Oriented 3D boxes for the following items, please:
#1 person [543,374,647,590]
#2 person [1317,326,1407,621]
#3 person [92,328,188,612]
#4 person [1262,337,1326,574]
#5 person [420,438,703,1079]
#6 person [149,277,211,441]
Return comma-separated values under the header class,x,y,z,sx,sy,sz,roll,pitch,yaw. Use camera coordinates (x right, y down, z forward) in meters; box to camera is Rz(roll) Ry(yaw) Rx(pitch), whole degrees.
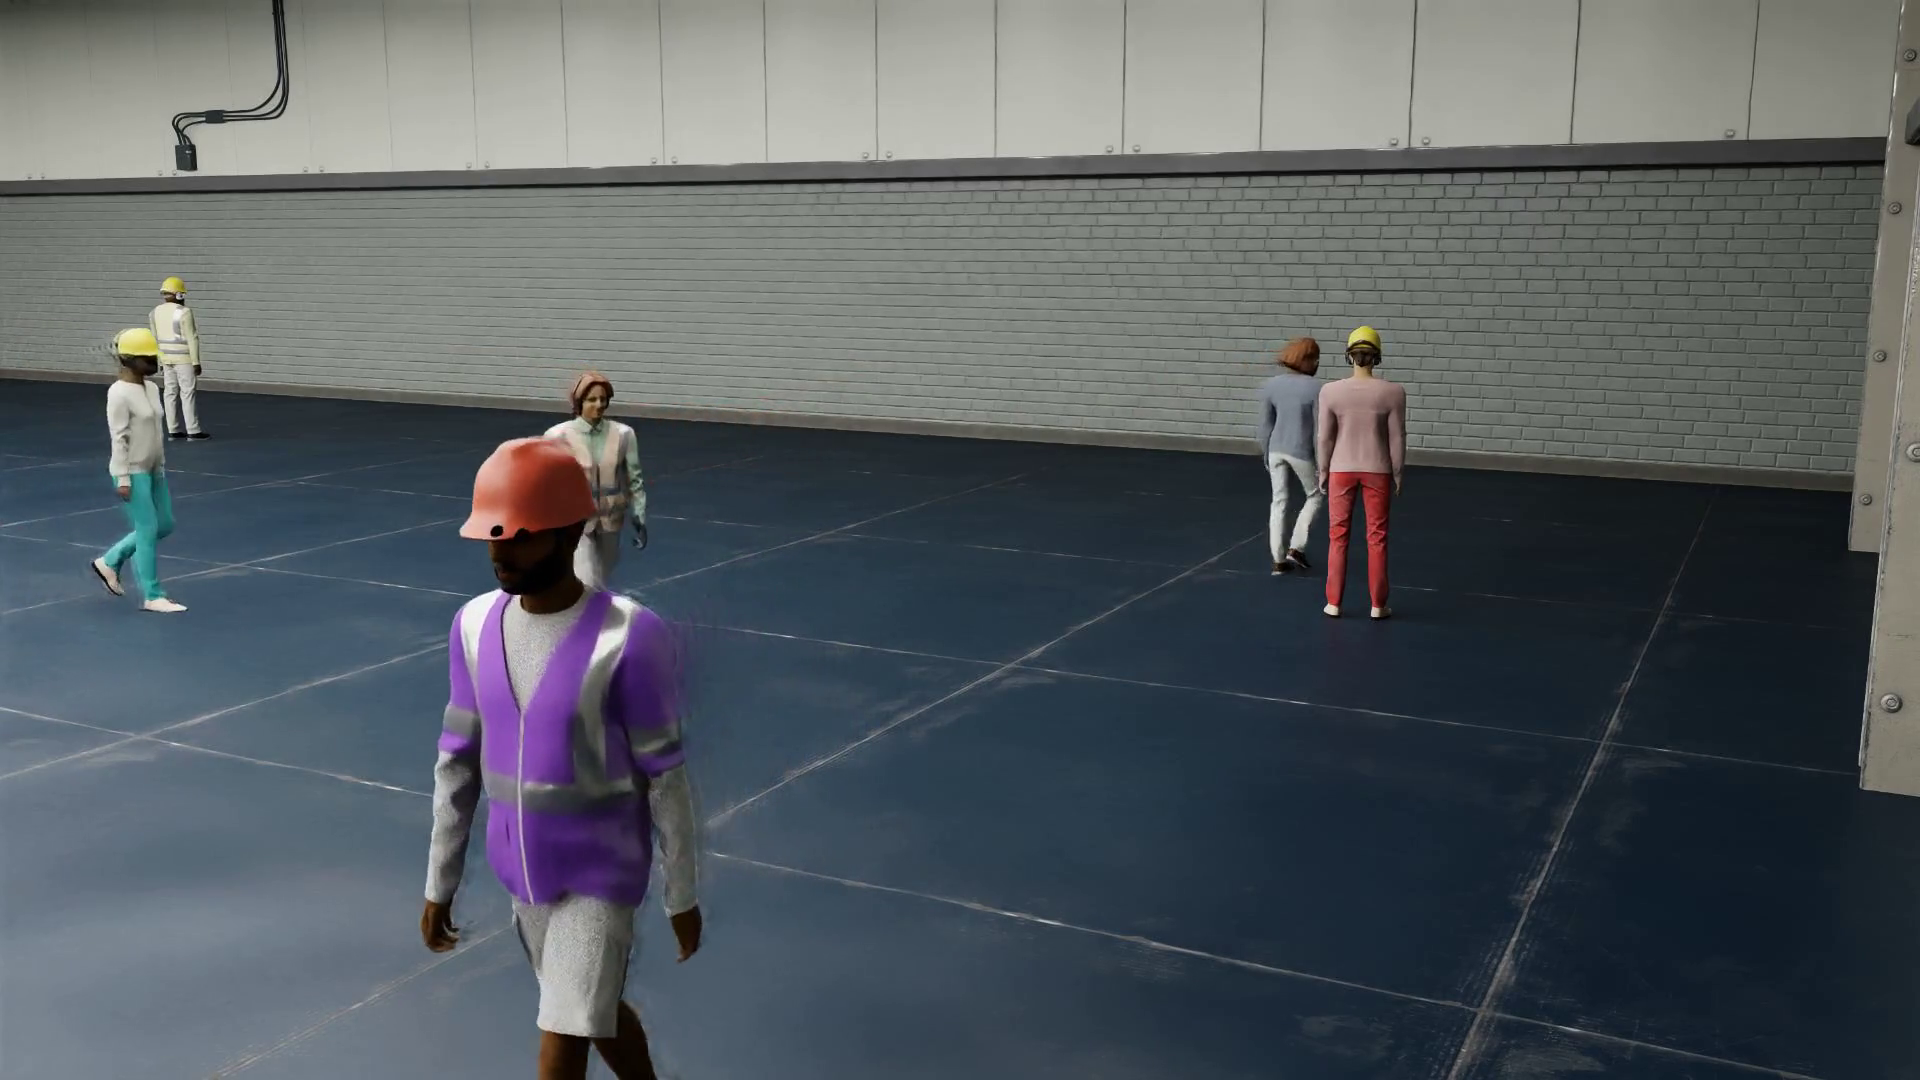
class,x,y,z,sx,sy,sz,roll,pitch,yaw
person,-1.933,-0.089,8.768,0.519,1.588,0.884,-6,12,-31
person,2.396,-0.393,9.957,0.522,1.762,0.320,3,11,16
person,-5.055,-0.417,10.130,0.554,1.750,0.531,0,10,1
person,2.272,-0.567,11.272,0.524,1.610,0.394,9,14,41
person,-0.880,0.710,3.619,0.574,1.881,1.017,5,12,25
person,-8.727,-2.017,18.609,0.586,1.835,0.403,4,11,20
